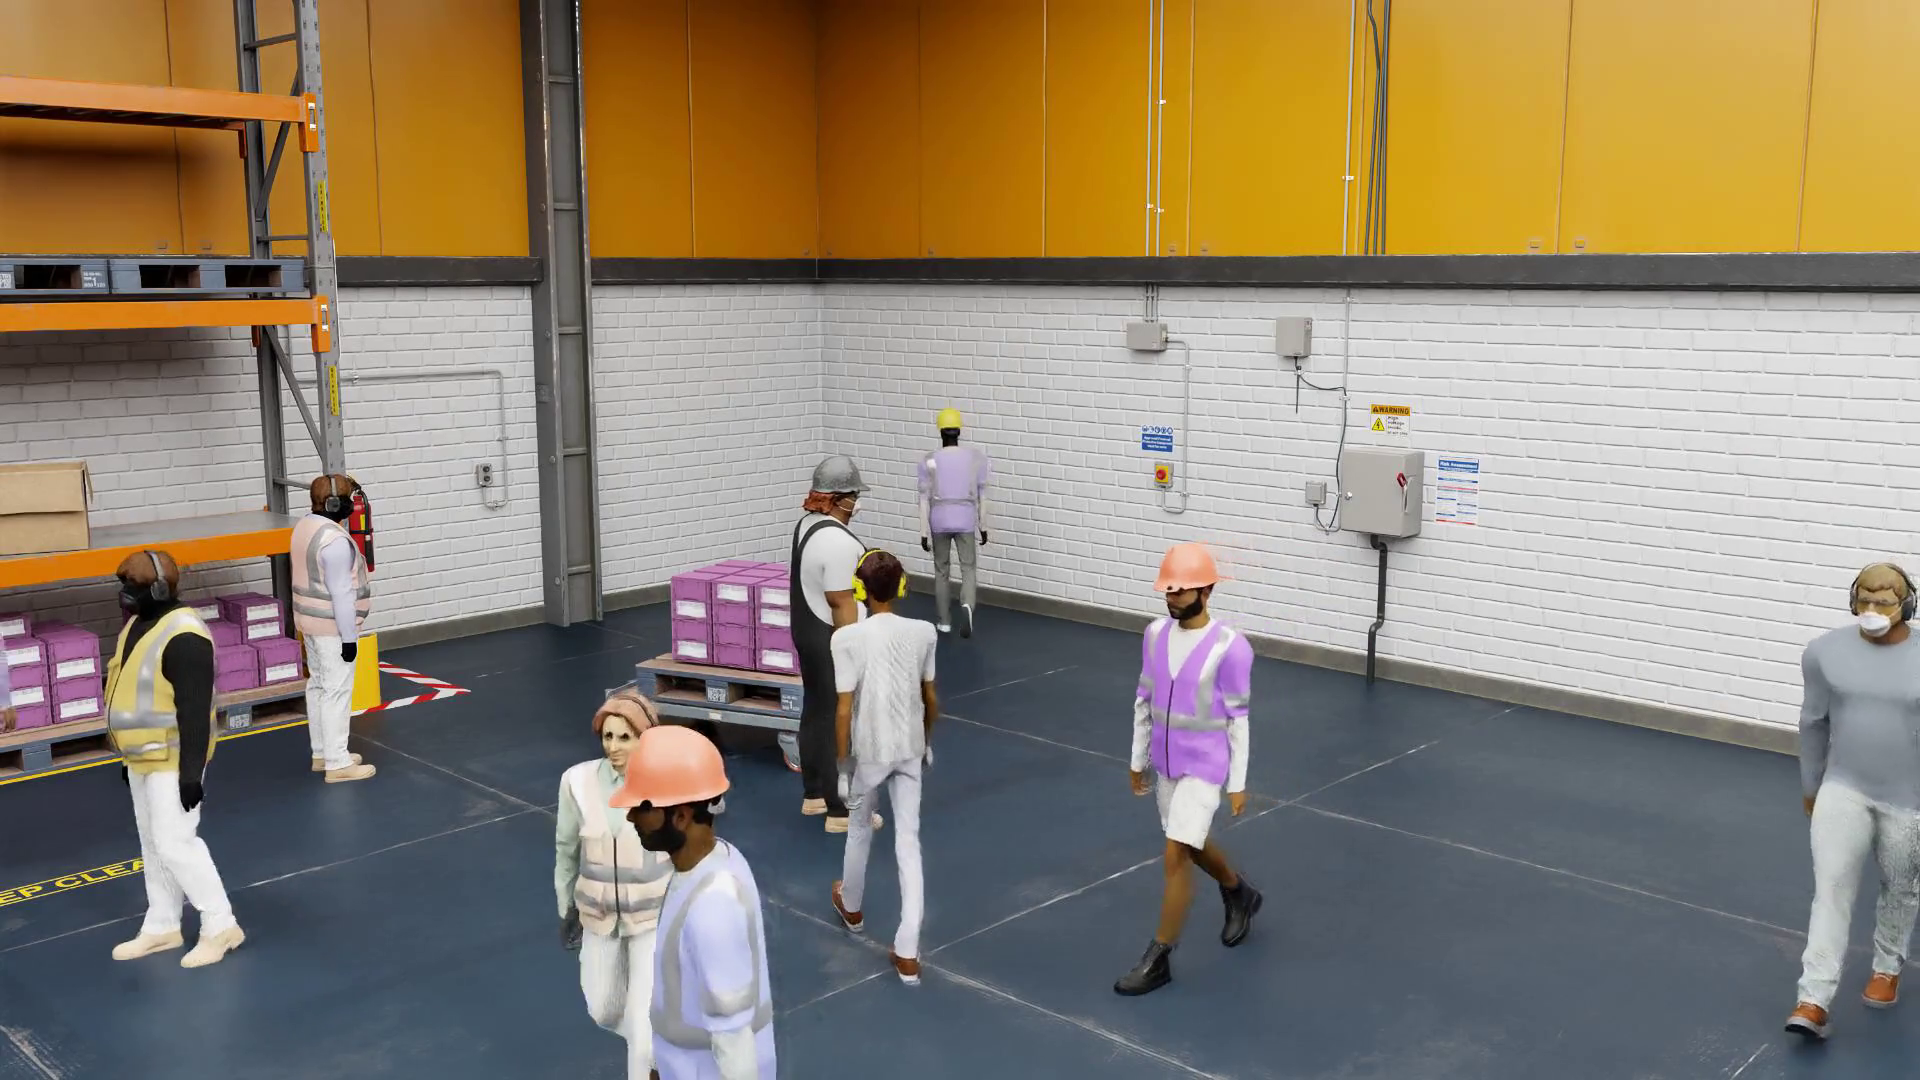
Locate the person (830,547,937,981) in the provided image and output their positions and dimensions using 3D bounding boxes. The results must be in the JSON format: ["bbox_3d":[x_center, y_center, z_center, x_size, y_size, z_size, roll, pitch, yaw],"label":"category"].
[{"bbox_3d":[-0.338,0.938,7.350,0.515,1.818,0.953,-3,10,-16],"label":"person"}]

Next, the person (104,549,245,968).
[{"bbox_3d":[-3.472,0.946,7.252,0.429,1.843,0.635,-9,13,-44],"label":"person"}]

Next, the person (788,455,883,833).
[{"bbox_3d":[-0.650,0.547,9.072,0.536,2.000,0.683,-4,10,-23],"label":"person"}]

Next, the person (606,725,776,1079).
[{"bbox_3d":[-0.742,1.401,4.300,0.991,1.883,0.578,-1,9,-8],"label":"person"}]

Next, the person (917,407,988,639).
[{"bbox_3d":[-0.054,-0.131,13.620,0.601,1.906,0.746,-1,9,-5],"label":"person"}]

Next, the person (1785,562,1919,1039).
[{"bbox_3d":[3.617,1.027,6.586,0.651,1.882,1.016,8,12,40],"label":"person"}]

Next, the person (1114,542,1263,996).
[{"bbox_3d":[1.022,0.932,7.160,0.934,1.902,0.556,-8,12,-40],"label":"person"}]

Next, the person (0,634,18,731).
[{"bbox_3d":[-4.985,0.784,8.095,0.653,1.883,0.721,2,9,10],"label":"person"}]

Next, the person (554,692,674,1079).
[{"bbox_3d":[-1.125,1.294,5.787,0.522,1.616,0.667,2,9,10],"label":"person"}]

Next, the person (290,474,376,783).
[{"bbox_3d":[-3.723,0.518,9.901,0.431,1.836,0.619,-8,12,-39],"label":"person"}]
